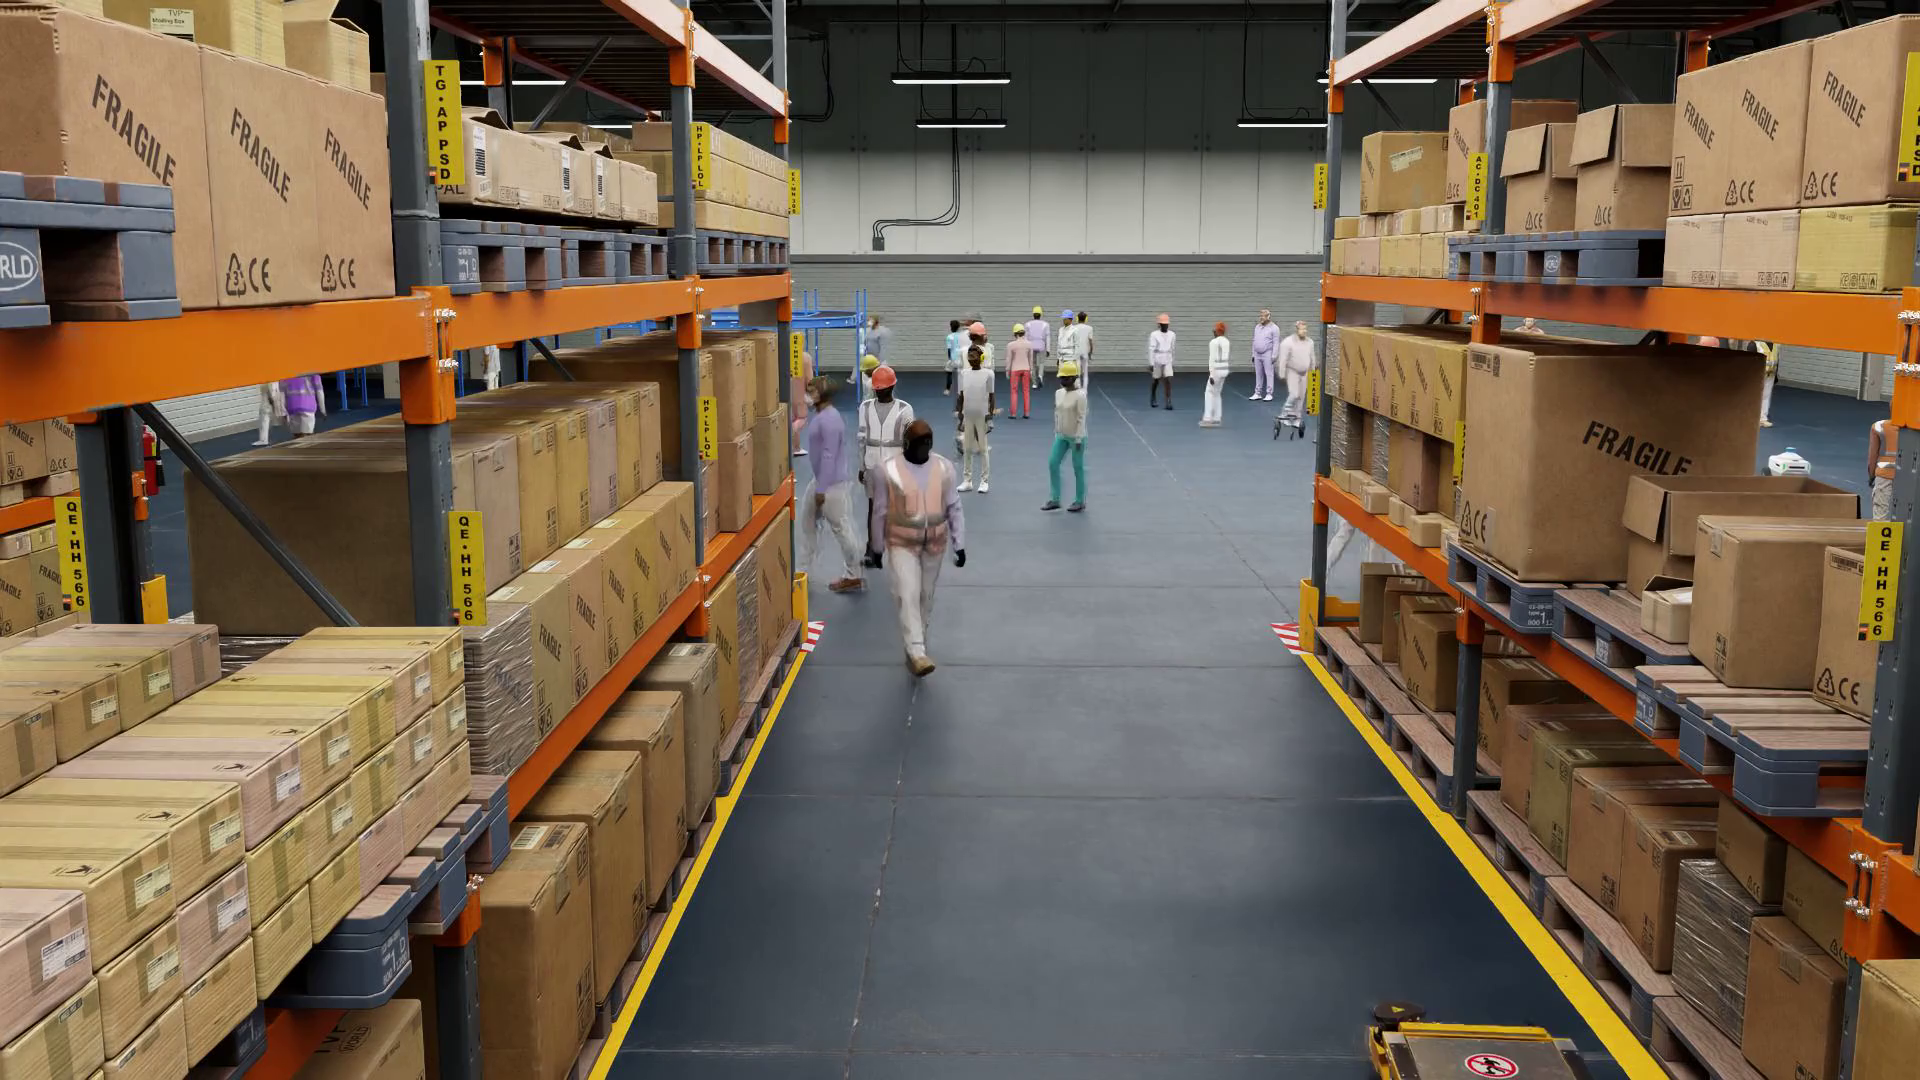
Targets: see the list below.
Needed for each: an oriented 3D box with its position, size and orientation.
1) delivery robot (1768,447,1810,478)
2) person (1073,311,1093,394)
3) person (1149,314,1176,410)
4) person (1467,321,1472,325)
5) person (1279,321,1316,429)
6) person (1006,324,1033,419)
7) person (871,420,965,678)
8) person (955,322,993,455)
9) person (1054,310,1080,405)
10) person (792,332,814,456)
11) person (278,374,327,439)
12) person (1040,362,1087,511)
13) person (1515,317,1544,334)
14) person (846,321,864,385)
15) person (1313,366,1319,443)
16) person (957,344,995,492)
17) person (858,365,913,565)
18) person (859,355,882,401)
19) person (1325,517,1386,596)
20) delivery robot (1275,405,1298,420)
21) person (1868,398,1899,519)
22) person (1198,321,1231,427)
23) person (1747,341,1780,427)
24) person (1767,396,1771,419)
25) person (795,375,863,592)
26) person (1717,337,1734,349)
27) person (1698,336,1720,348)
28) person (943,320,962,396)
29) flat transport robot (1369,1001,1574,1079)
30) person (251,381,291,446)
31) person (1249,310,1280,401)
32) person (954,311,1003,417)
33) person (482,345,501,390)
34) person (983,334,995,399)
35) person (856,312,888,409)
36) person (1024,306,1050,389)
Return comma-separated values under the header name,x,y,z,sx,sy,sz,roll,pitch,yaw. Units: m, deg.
name,x,y,z,sx,sy,sz,roll,pitch,yaw
delivery robot,10.602,-0.940,21.263,0.477,0.478,0.707,2,10,12
person,2.607,-4.065,36.323,0.542,1.839,0.822,-1,9,-4
person,4.023,-3.577,33.245,0.559,1.894,0.981,-2,10,-12
person,10.418,-3.630,34.116,0.322,1.696,0.536,-5,11,-26
person,5.928,-2.899,29.184,0.661,1.890,0.450,-5,11,-26
person,1.104,-3.149,31.045,0.526,1.768,0.333,-3,10,-16
person,-0.275,0.053,11.754,0.631,1.791,0.951,-4,10,-22
person,0.196,-2.278,25.105,0.613,2.018,0.885,7,12,37
person,2.180,-3.687,33.700,0.378,1.950,0.610,-7,12,-38
person,-2.495,-2.163,24.787,0.646,1.882,0.707,6,11,34
person,-8.799,-1.762,22.308,0.546,1.892,0.982,0,9,0
person,1.205,-1.189,19.322,0.685,1.740,0.554,-8,13,-40
person,11.149,-3.503,32.720,0.643,1.911,0.411,2,10,10
person,-2.319,-4.449,39.336,0.862,1.589,0.548,9,13,43
person,5.909,-2.414,26.634,0.328,1.765,0.532,-7,12,-36
person,0.192,-1.549,21.135,0.513,1.872,0.328,4,10,24
person,-0.721,-0.708,15.927,0.543,1.927,0.383,2,10,11
person,-1.077,-1.570,21.780,0.330,1.703,0.631,6,11,33
person,3.378,-0.360,14.090,0.921,1.852,0.614,-6,11,-32
delivery robot,5.448,-2.138,27.648,0.335,0.223,0.698,3,10,21
person,9.080,-0.601,16.131,0.512,1.645,0.307,6,11,34
person,4.513,-2.940,29.484,0.504,1.858,0.610,8,12,40
person,14.223,-2.916,29.435,0.624,1.836,0.430,-2,10,-14
person,14.870,-3.169,31.040,0.607,1.805,0.767,-2,10,-13
person,-1.271,-0.486,14.636,0.898,1.907,0.651,-2,10,-13
person,16.120,-3.888,35.273,0.507,1.832,0.430,5,11,30
person,9.552,-1.668,21.509,0.641,1.977,0.592,-1,10,-5
person,-0.058,-3.955,36.186,0.531,1.659,0.869,-5,11,-30
flat transport robot,1.770,1.898,5.395,0.652,0.197,1.431,1,9,5
person,-10.889,-2.310,26.439,0.734,1.611,0.514,-1,10,-7
person,6.400,-3.890,35.042,0.406,1.910,0.636,-8,12,-40
person,0.342,-3.285,31.150,0.985,2.000,0.690,0,9,-1
person,-8.440,-3.012,29.934,0.311,1.864,0.509,1,10,7
person,0.408,-3.218,31.835,0.509,1.632,0.268,0,9,0
person,-1.728,-3.494,32.650,0.779,1.913,0.658,-8,13,-40
person,1.763,-4.420,38.232,0.589,1.911,0.642,1,10,4
